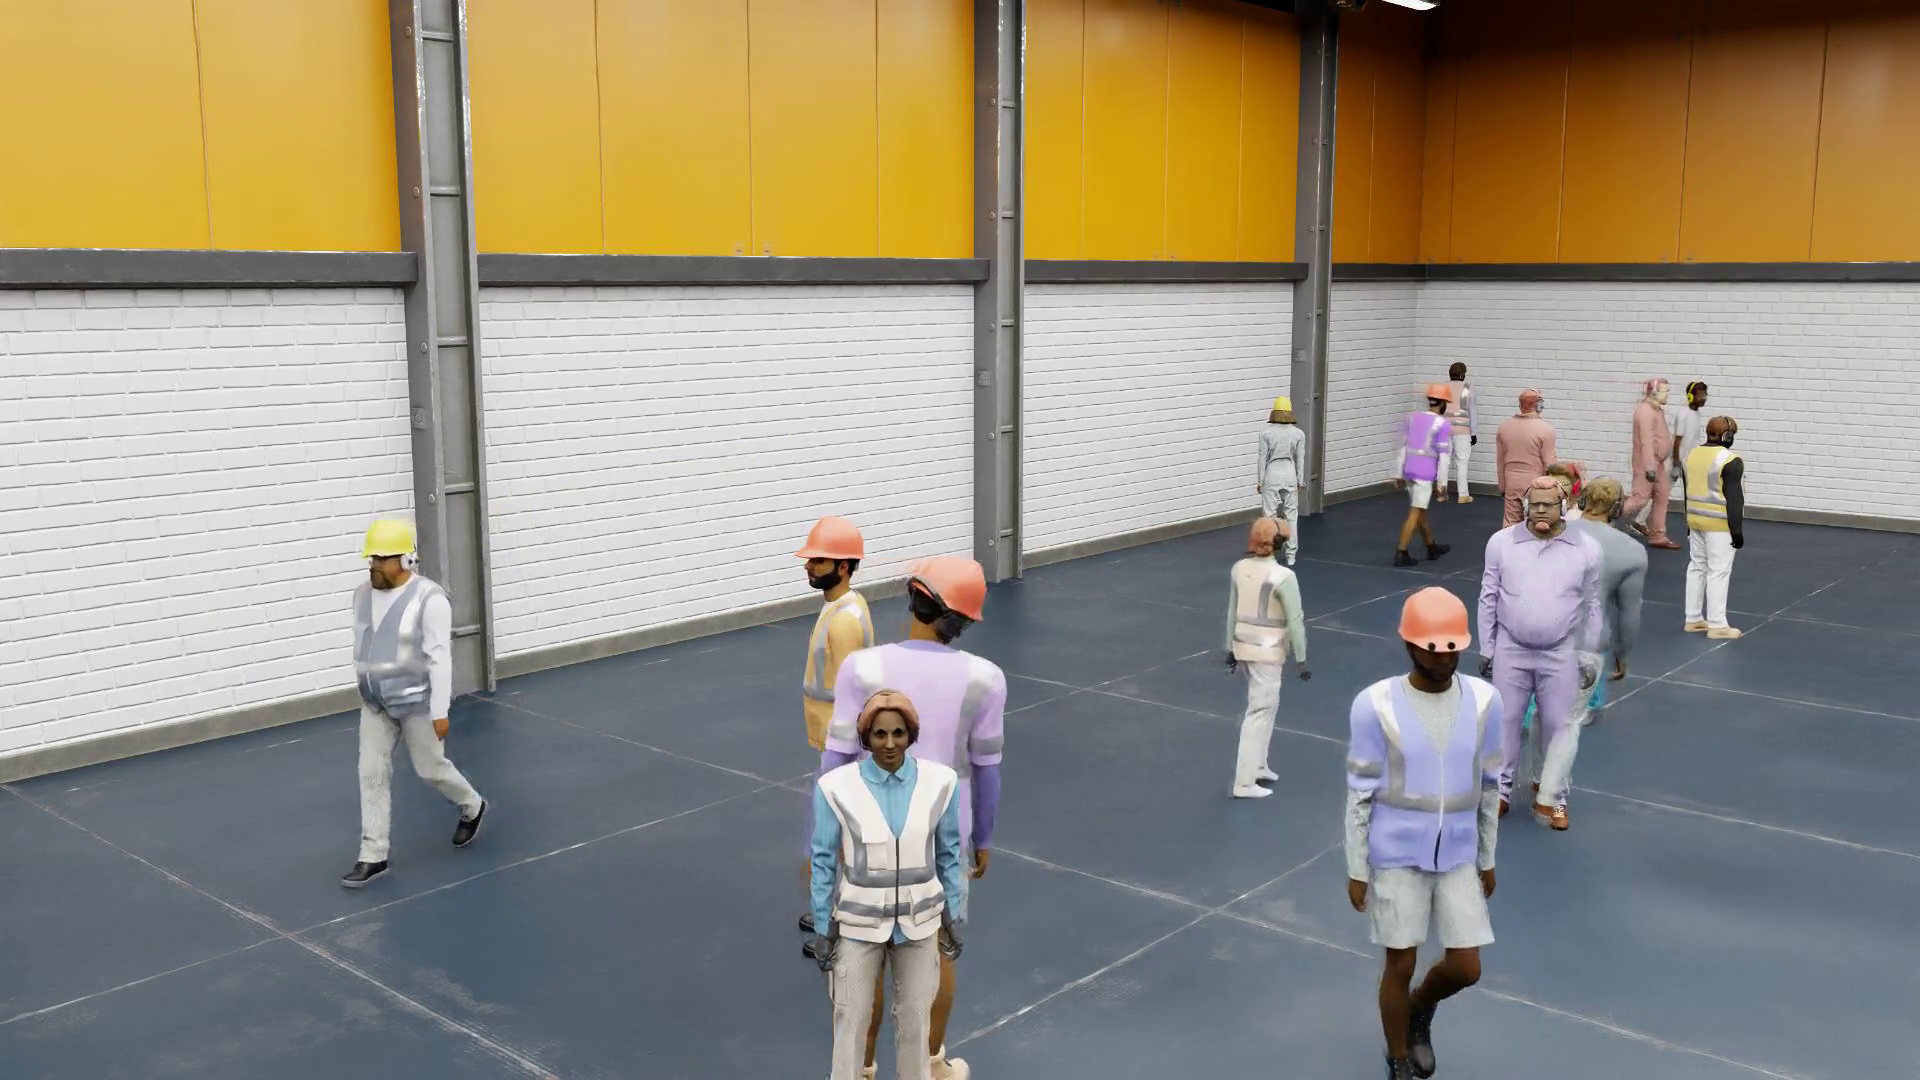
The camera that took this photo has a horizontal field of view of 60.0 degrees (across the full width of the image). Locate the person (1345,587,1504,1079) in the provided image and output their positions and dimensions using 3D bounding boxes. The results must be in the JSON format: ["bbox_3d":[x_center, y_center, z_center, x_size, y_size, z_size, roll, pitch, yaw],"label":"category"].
[{"bbox_3d":[1.624,1.095,5.847,0.565,1.919,0.468,-1,9,-4],"label":"person"}]

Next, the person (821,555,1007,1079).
[{"bbox_3d":[-0.235,1.053,5.932,0.798,1.991,0.458,-1,9,-9],"label":"person"}]

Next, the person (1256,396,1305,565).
[{"bbox_3d":[3.292,-0.607,17.129,0.484,1.737,0.321,-1,9,-4],"label":"person"}]

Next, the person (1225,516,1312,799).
[{"bbox_3d":[1.777,0.671,9.485,0.575,1.619,0.518,-4,10,-25],"label":"person"}]

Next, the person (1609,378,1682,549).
[{"bbox_3d":[7.426,-0.835,18.107,0.812,1.878,0.644,6,11,33],"label":"person"}]

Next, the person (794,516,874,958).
[{"bbox_3d":[-0.544,0.855,7.297,0.347,1.942,0.545,-1,9,-7],"label":"person"}]

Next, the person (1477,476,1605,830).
[{"bbox_3d":[3.117,0.605,8.983,0.641,1.908,0.407,4,10,22],"label":"person"}]

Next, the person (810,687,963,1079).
[{"bbox_3d":[-0.239,1.289,5.517,0.520,1.639,0.312,-3,9,-16],"label":"person"}]

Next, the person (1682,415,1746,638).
[{"bbox_3d":[6.218,-0.111,13.725,0.428,1.833,0.626,-2,9,-13],"label":"person"}]

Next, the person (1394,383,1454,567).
[{"bbox_3d":[4.821,-0.667,17.099,0.929,1.869,0.564,-5,10,-28],"label":"person"}]

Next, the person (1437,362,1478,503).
[{"bbox_3d":[6.501,-1.408,21.824,0.621,1.845,0.429,8,12,40],"label":"person"}]

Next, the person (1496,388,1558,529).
[{"bbox_3d":[5.429,-0.496,15.877,0.407,1.913,0.641,-6,11,-34],"label":"person"}]

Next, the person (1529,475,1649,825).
[{"bbox_3d":[3.386,0.584,9.167,0.724,1.887,0.814,6,11,31],"label":"person"}]

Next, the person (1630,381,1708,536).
[{"bbox_3d":[8.061,-0.885,18.664,0.516,1.818,1.019,-8,12,-39],"label":"person"}]

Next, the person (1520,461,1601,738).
[{"bbox_3d":[3.916,0.377,10.768,0.958,1.800,0.598,-8,12,-40],"label":"person"}]

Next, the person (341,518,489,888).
[{"bbox_3d":[-2.743,0.765,8.316,0.600,1.803,0.841,4,10,24],"label":"person"}]
